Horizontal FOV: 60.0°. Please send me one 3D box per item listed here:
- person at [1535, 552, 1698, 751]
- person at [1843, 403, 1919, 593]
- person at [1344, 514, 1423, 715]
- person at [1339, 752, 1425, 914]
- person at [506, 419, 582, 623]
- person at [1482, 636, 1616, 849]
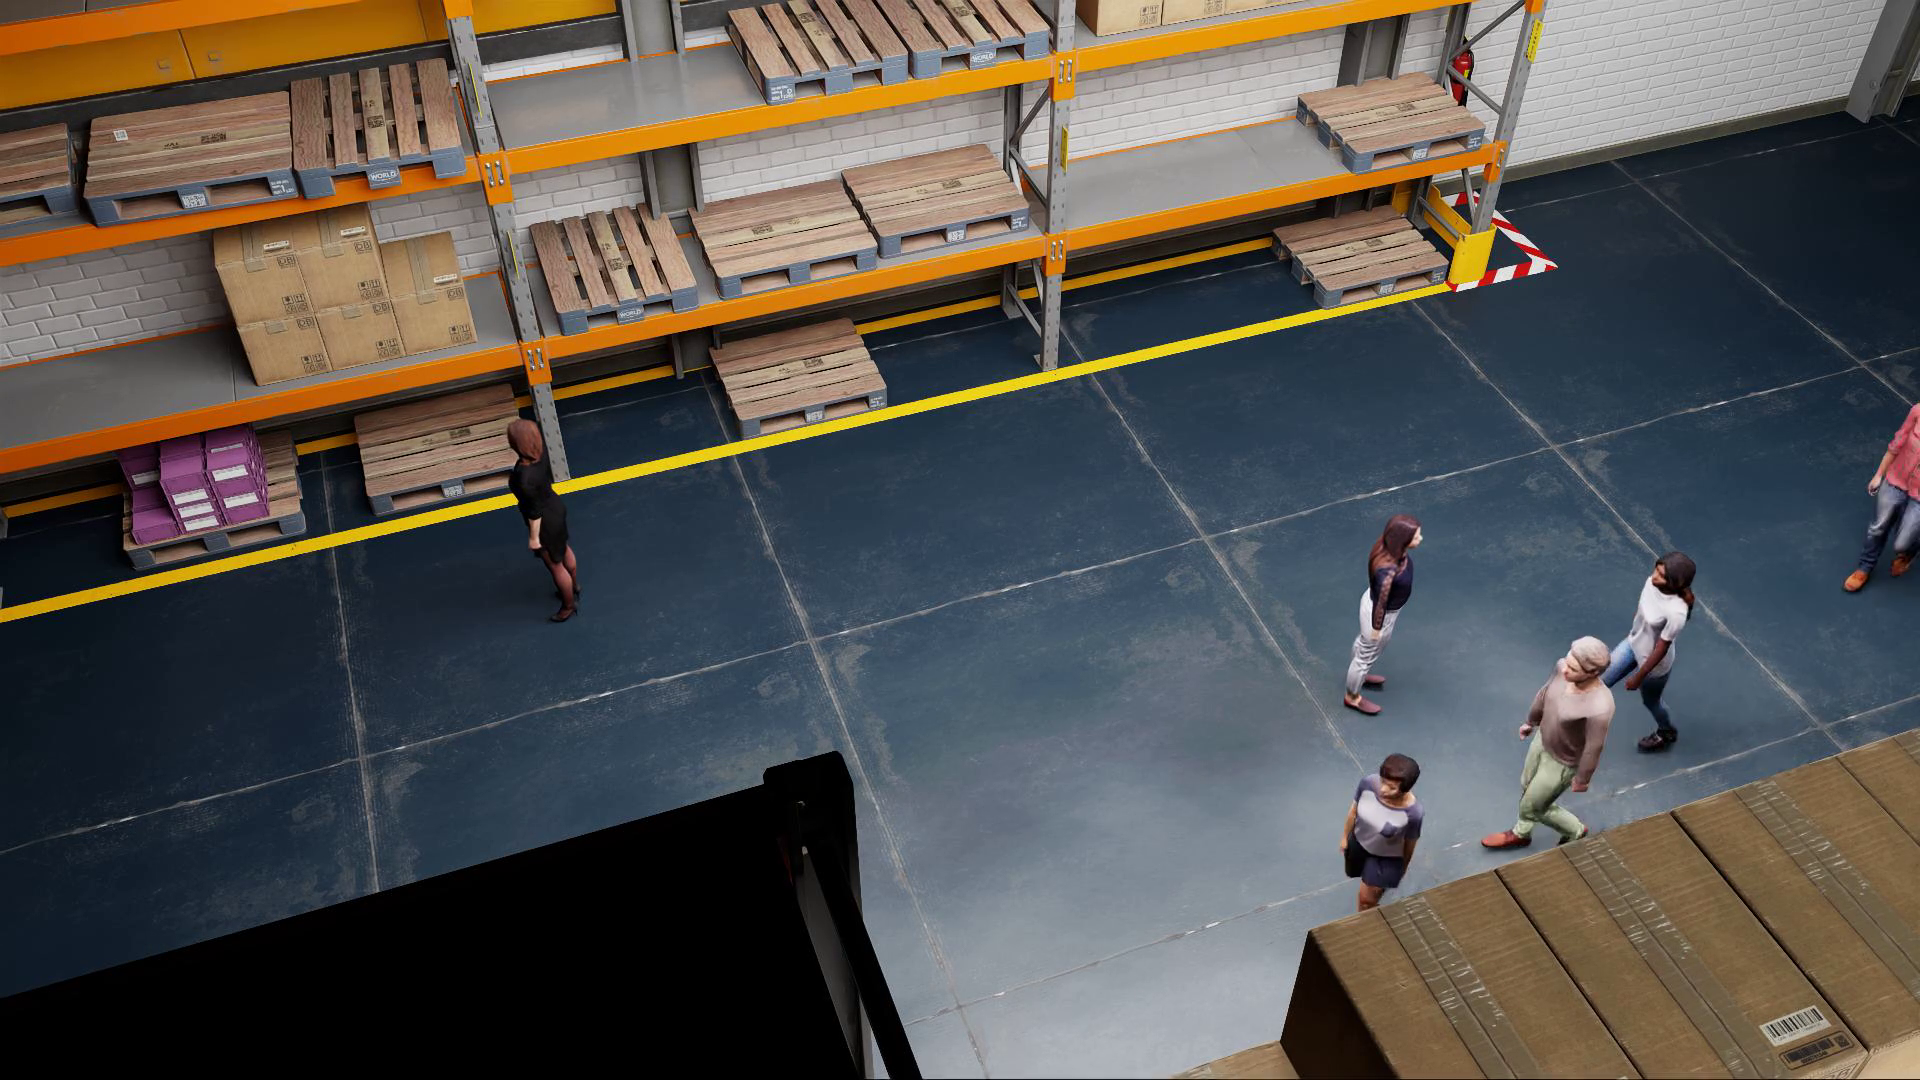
[{"bbox_3d":[4.271,0.734,10.164,1.168,1.681,0.731,-5,44,-5],"label":"person"},{"bbox_3d":[6.496,-0.396,11.252,0.900,1.817,0.831,-31,51,-28],"label":"person"},{"bbox_3d":[2.670,0.449,10.517,0.695,1.607,0.668,11,45,11],"label":"person"},{"bbox_3d":[2.368,1.661,9.291,0.964,1.544,0.758,-33,53,-30],"label":"person"},{"bbox_3d":[-2.750,-0.132,11.056,0.630,1.706,0.654,2,44,2],"label":"person"},{"bbox_3d":[3.527,1.207,9.542,0.865,1.855,0.768,-5,44,-5],"label":"person"}]
